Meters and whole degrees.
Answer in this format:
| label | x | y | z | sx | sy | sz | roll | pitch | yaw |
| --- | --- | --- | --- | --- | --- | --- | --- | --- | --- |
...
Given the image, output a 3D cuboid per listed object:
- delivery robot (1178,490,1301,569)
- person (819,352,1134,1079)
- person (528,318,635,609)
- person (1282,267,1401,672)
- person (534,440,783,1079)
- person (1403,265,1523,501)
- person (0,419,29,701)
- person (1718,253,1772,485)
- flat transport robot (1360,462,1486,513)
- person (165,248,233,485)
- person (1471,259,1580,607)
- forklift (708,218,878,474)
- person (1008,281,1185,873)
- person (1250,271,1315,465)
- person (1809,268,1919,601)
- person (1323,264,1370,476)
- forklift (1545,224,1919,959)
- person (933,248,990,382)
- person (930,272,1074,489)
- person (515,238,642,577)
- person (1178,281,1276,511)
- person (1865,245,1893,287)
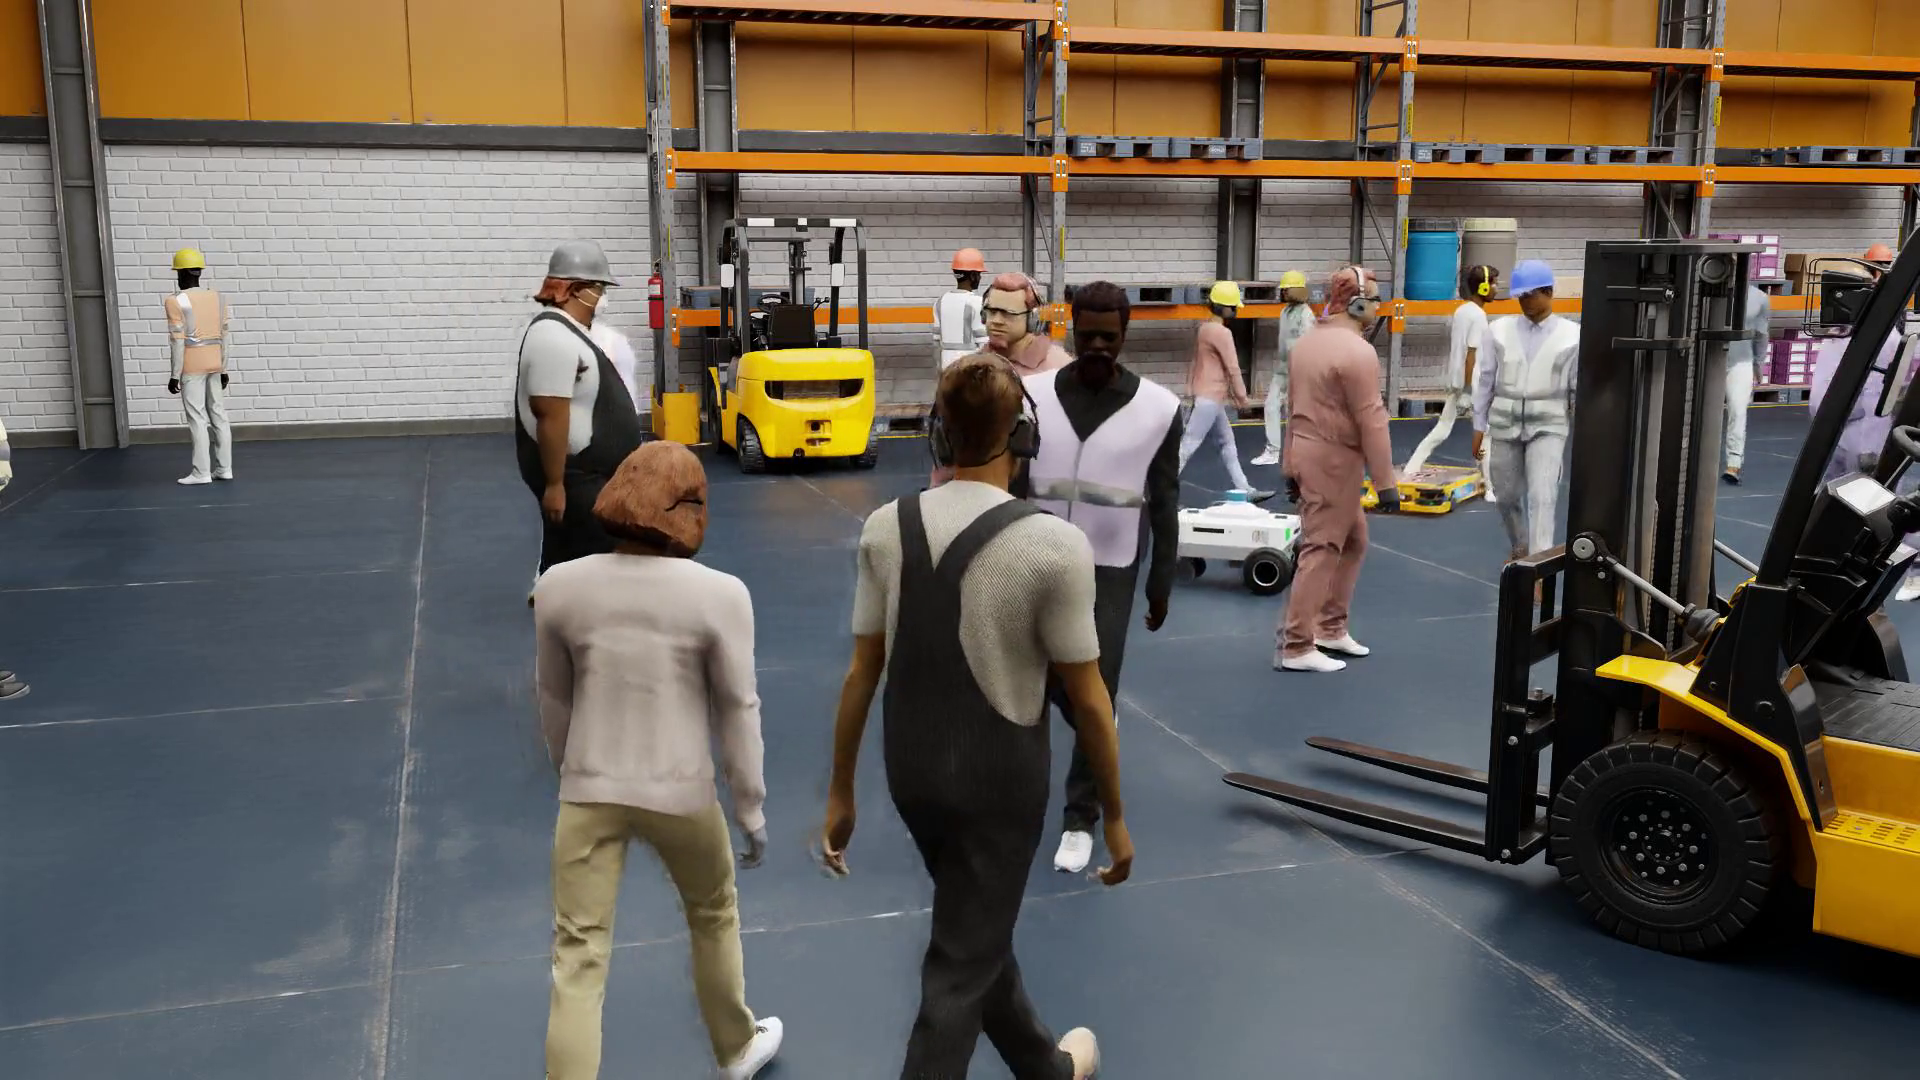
| label | x | y | z | sx | sy | sz | roll | pitch | yaw |
| --- | --- | --- | --- | --- | --- | --- | --- | --- | --- |
| delivery robot | 1.599 | -0.046 | 9.643 | 0.707 | 0.478 | 0.477 | 4 | 11 | 22 |
| person | 0.069 | 0.520 | 3.410 | 0.559 | 1.782 | 0.955 | 8 | 13 | 36 |
| person | -2.079 | -0.517 | 9.108 | 0.629 | 1.784 | 0.986 | 1 | 10 | 3 |
| person | 1.799 | -0.310 | 7.704 | 0.655 | 1.880 | 0.643 | -1 | 10 | -8 |
| person | -0.680 | 0.576 | 3.694 | 0.527 | 1.572 | 0.733 | 0 | 10 | 3 |
| person | 3.802 | -1.177 | 12.652 | 1.001 | 1.818 | 0.534 | -1 | 10 | -8 |
| person | -4.353 | -0.197 | 7.247 | 0.403 | 1.825 | 0.593 | -8 | 13 | -38 |
| person | 6.321 | -1.410 | 13.720 | 0.653 | 1.877 | 1.019 | 3 | 11 | 17 |
| flat transport robot | 3.540 | -0.410 | 12.673 | 0.652 | 0.197 | 1.431 | 7 | 12 | 32 |
| person | -6.245 | -1.413 | 13.626 | 0.367 | 1.926 | 0.594 | 4 | 11 | 21 |
| person | 3.242 | -0.638 | 9.448 | 0.622 | 1.910 | 0.925 | 6 | 12 | 30 |
| forklift | -1.522 | -1.778 | 14.899 | 1.214 | 2.155 | 2.313 | -3 | 11 | -17 |
| person | 0.440 | 0.079 | 5.562 | 0.604 | 1.892 | 0.820 | 3 | 11 | 18 |
| person | 2.843 | -1.487 | 14.568 | 0.685 | 1.716 | 0.512 | -4 | 11 | -21 |
| person | 5.024 | -0.574 | 9.247 | 0.971 | 1.872 | 0.671 | 0 | 10 | 0 |
| person | 3.112 | -1.255 | 13.096 | 0.912 | 1.799 | 0.596 | 0 | 10 | -2 |
| forklift | 2.909 | 0.117 | 4.508 | 2.313 | 2.155 | 1.214 | 9 | 14 | 40 |
| person | 0.053 | -1.276 | 12.851 | 0.552 | 1.935 | 0.368 | 10 | 14 | 42 |
| person | 0.143 | -0.083 | 6.458 | 0.479 | 1.893 | 0.699 | -8 | 13 | -37 |
| person | -1.645 | -0.323 | 7.344 | 0.597 | 2.000 | 0.706 | -2 | 11 | -11 |
| person | 1.867 | -1.048 | 12.255 | 0.979 | 1.699 | 0.521 | -1 | 10 | -7 |
| person | 9.597 | -2.124 | 17.498 | 0.543 | 1.939 | 0.360 | -9 | 14 | -40 |
